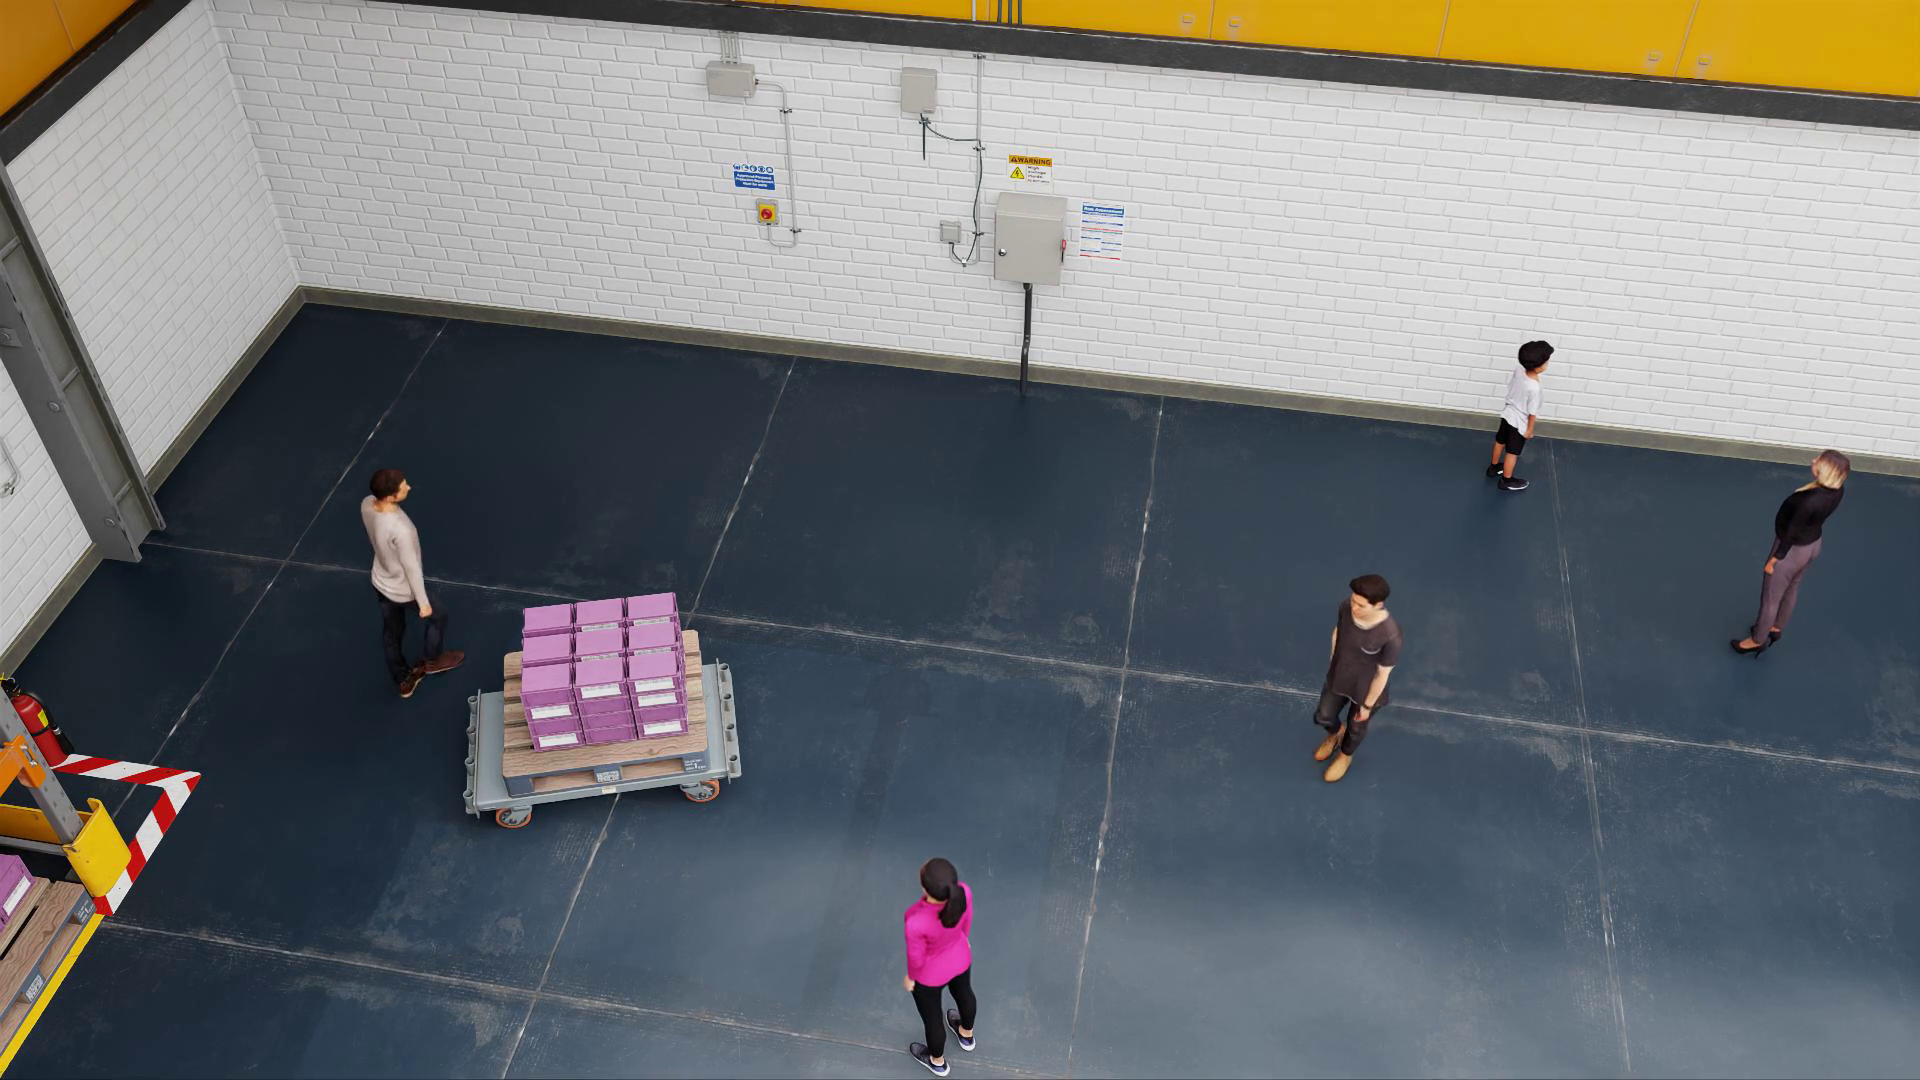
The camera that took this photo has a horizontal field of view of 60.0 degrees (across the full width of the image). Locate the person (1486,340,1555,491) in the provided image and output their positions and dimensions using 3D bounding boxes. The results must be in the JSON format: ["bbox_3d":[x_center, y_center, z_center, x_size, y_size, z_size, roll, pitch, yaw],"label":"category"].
[{"bbox_3d":[4.055,-0.917,12.069,0.621,1.262,0.534,-10,45,-10],"label":"person"}]

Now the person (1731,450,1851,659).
[{"bbox_3d":[5.374,0.111,10.697,0.663,1.665,0.733,-29,51,-27],"label":"person"}]

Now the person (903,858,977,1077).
[{"bbox_3d":[-0.092,2.172,8.510,0.671,1.698,0.744,-31,52,-28],"label":"person"}]

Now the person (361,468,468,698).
[{"bbox_3d":[-3.523,0.329,10.348,0.925,1.830,0.938,26,49,25],"label":"person"}]

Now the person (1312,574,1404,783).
[{"bbox_3d":[2.430,0.789,9.961,0.778,1.698,0.735,-33,52,-30],"label":"person"}]
